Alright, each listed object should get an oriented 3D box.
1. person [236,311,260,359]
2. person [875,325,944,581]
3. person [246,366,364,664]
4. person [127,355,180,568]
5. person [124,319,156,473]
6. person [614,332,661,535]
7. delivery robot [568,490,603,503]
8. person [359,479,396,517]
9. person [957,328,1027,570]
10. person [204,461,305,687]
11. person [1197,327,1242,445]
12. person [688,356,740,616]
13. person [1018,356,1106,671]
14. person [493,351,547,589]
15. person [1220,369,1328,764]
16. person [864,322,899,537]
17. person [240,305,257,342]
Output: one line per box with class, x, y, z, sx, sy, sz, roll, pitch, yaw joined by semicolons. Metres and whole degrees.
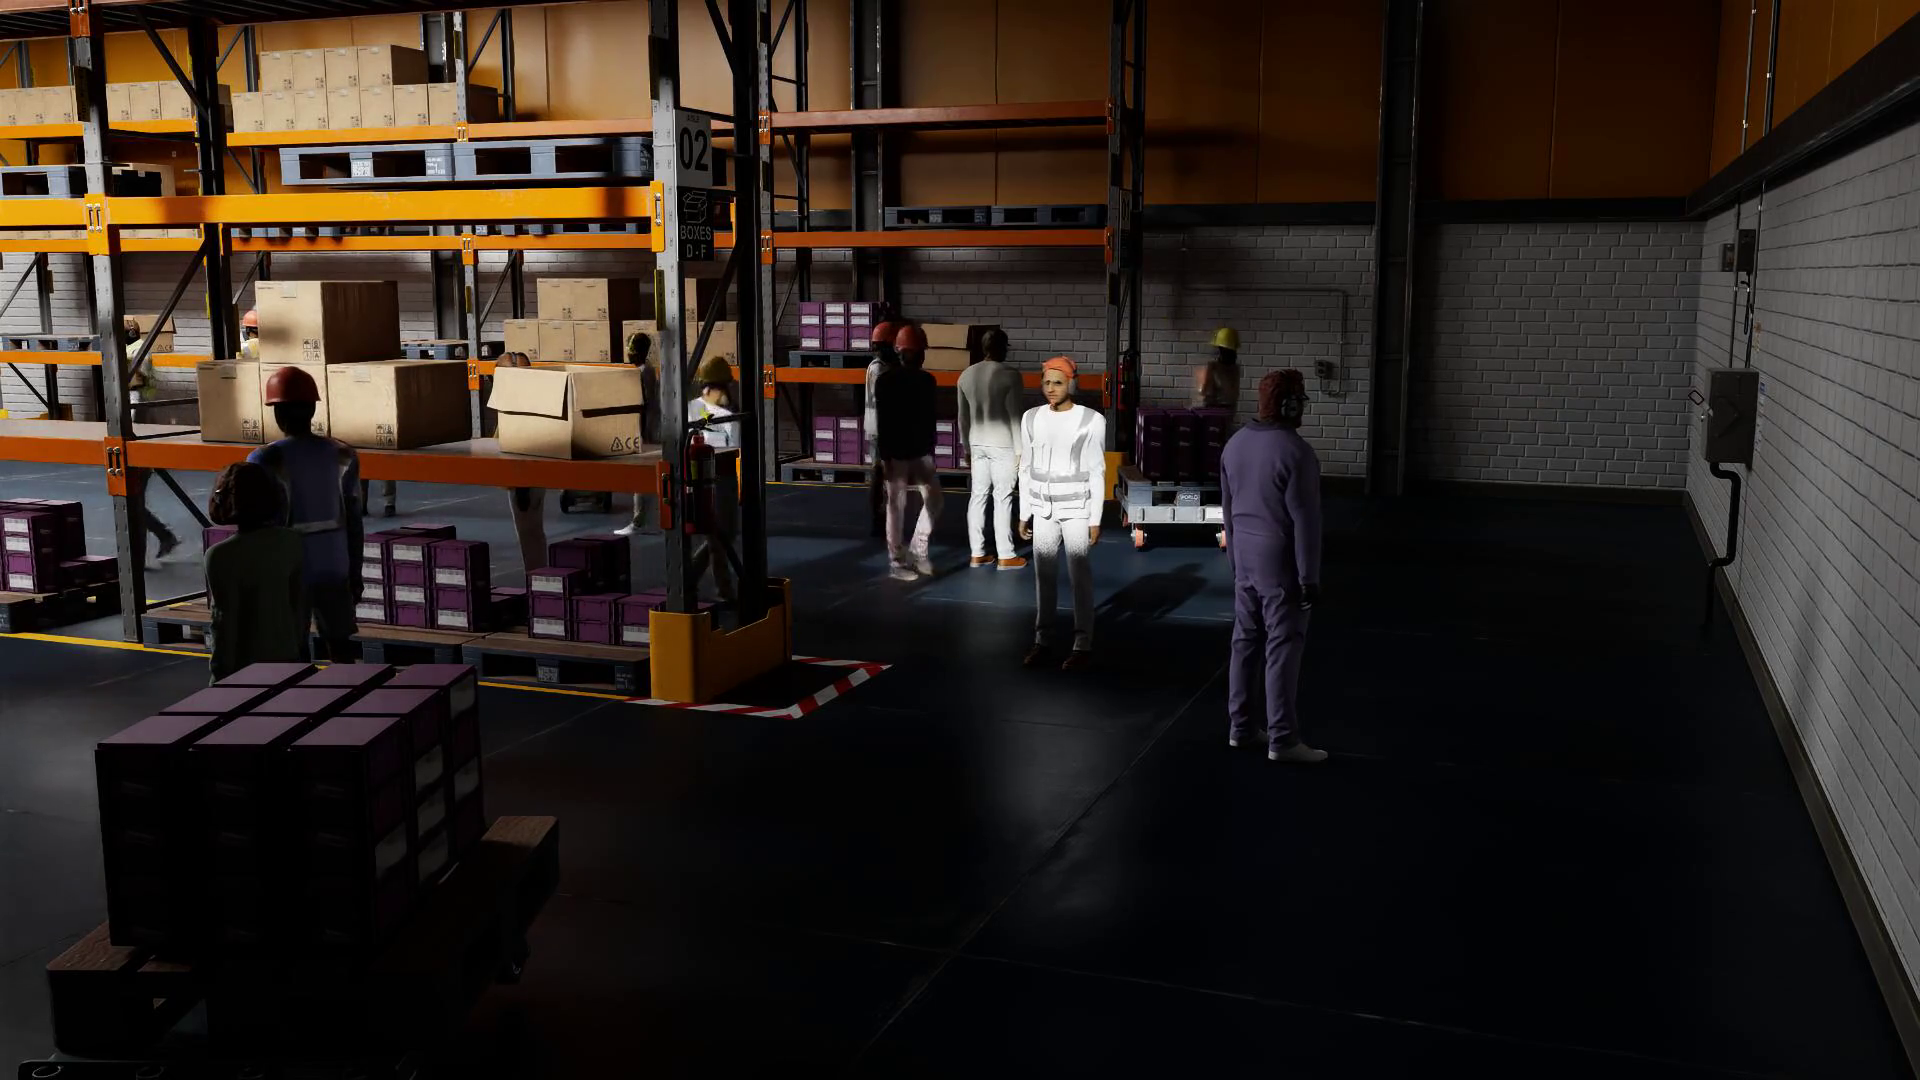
person;-8.243;-1.718;19.555;0.346;1.942;0.550;8;12;42
person;-0.390;-0.660;12.807;0.621;1.980;0.443;-7;11;-38
person;-3.091;0.149;7.854;0.378;1.932;0.551;8;12;41
person;-6.618;-0.623;13.334;0.448;1.733;0.505;-4;10;-23
person;-9.809;-1.702;19.807;0.429;1.837;0.624;-6;11;-34
person;-2.803;-0.965;15.139;0.649;1.848;0.549;-1;9;-4
delivery robot;-3.755;-0.628;16.761;0.477;0.478;0.707;-1;9;-7
person;-5.733;-1.129;16.203;0.600;1.829;0.404;-1;9;-8
person;0.268;-0.727;13.342;0.627;1.940;0.371;7;11;37
person;-2.772;0.505;6.563;0.279;1.633;0.501;3;9;16
person;2.478;-1.155;16.272;0.642;1.875;0.934;-7;12;-38
person;-1.752;-0.398;11.703;0.776;1.808;0.599;7;12;38
person;0.607;-0.158;9.972;0.577;1.877;0.351;6;11;32
person;-3.043;-0.390;11.567;0.428;1.836;0.625;-2;9;-12
person;1.544;0.127;8.082;0.408;1.908;0.645;-5;10;-29
person;-0.679;-1.001;15.065;0.377;1.938;0.547;0;9;0
person;-8.491;-1.905;20.417;0.682;2.000;0.537;3;9;16
